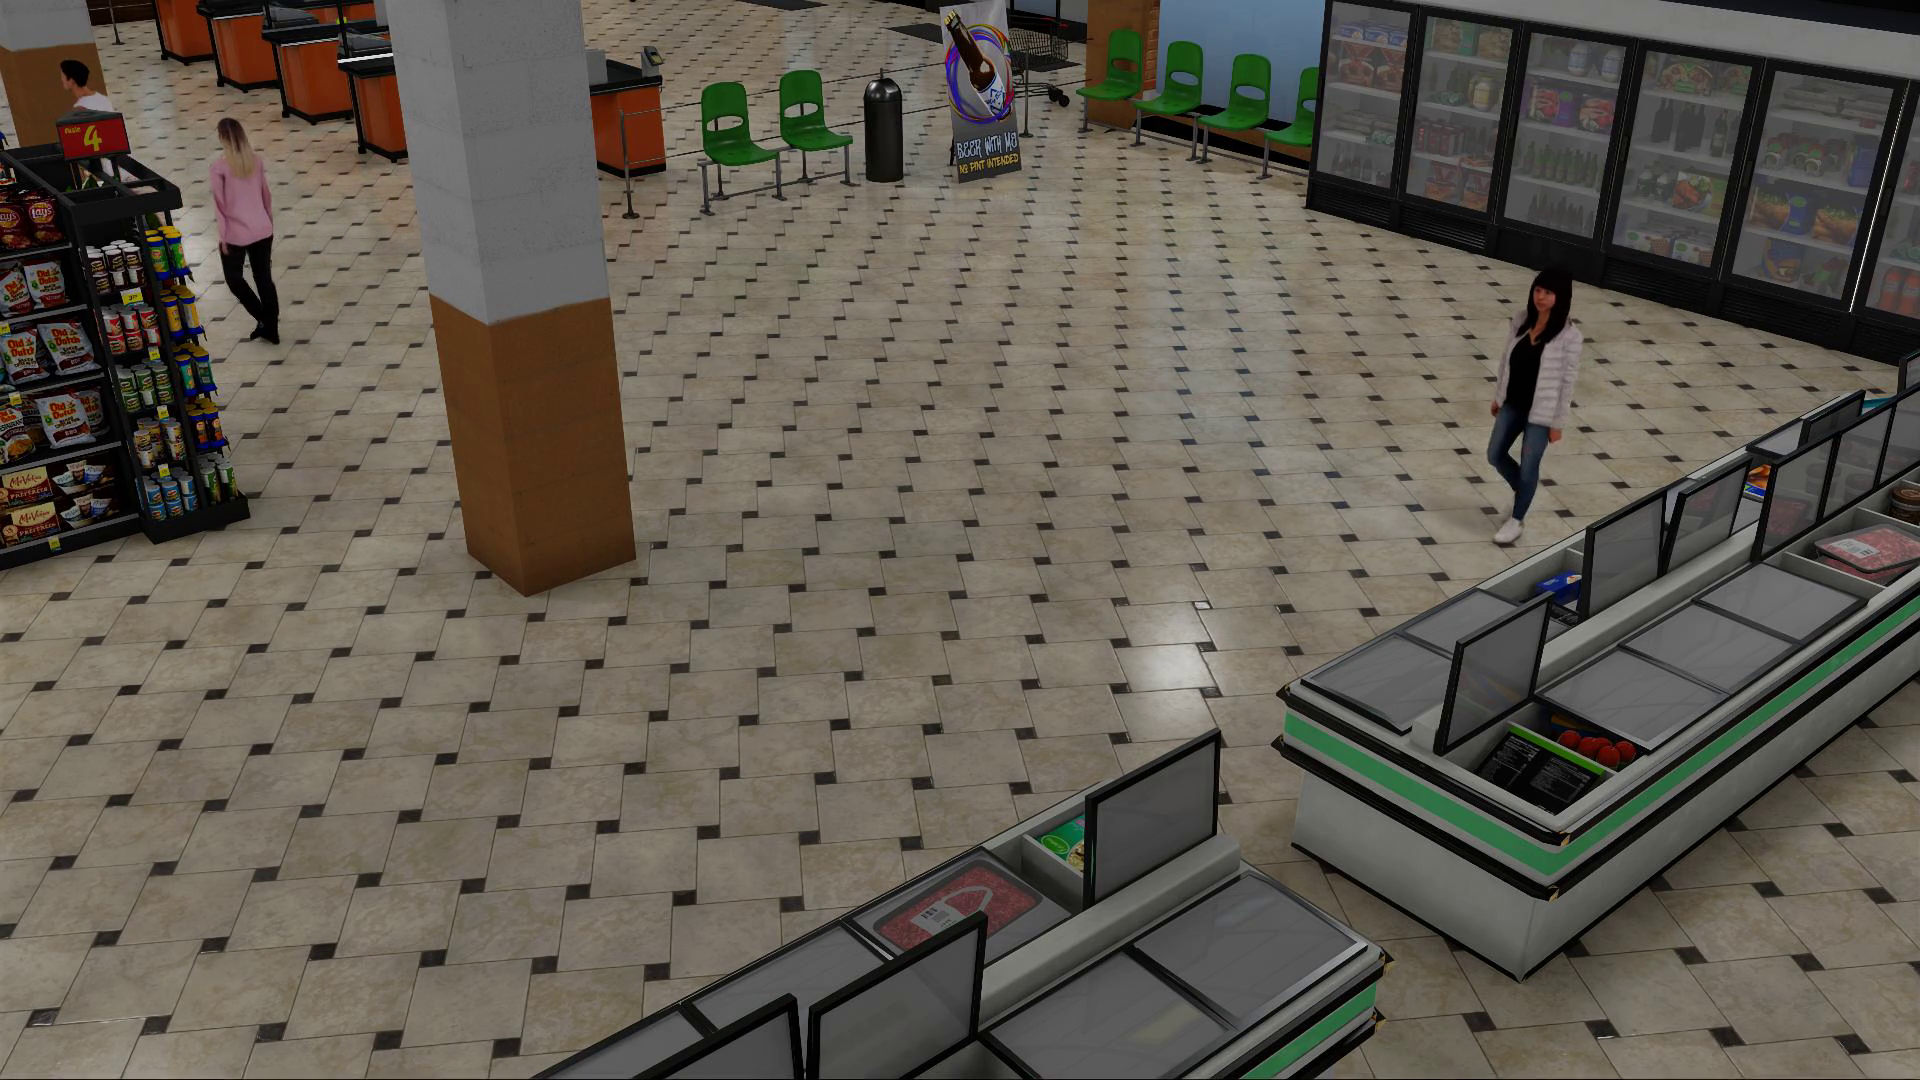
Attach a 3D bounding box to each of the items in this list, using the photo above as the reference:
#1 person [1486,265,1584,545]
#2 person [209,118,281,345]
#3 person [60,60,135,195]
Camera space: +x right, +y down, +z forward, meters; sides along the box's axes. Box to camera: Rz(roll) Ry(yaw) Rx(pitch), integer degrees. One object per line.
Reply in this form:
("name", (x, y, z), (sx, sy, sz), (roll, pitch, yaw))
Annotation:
("person", (3.258, -0.774, 9.374), (0.627, 1.633, 0.632), (-21, 34, -35))
("person", (-5.186, -2.227, 12.192), (0.727, 1.676, 0.608), (20, 33, 33))
("person", (-6.955, -3.031, 13.704), (1.141, 1.742, 1.117), (3, 27, 7))
